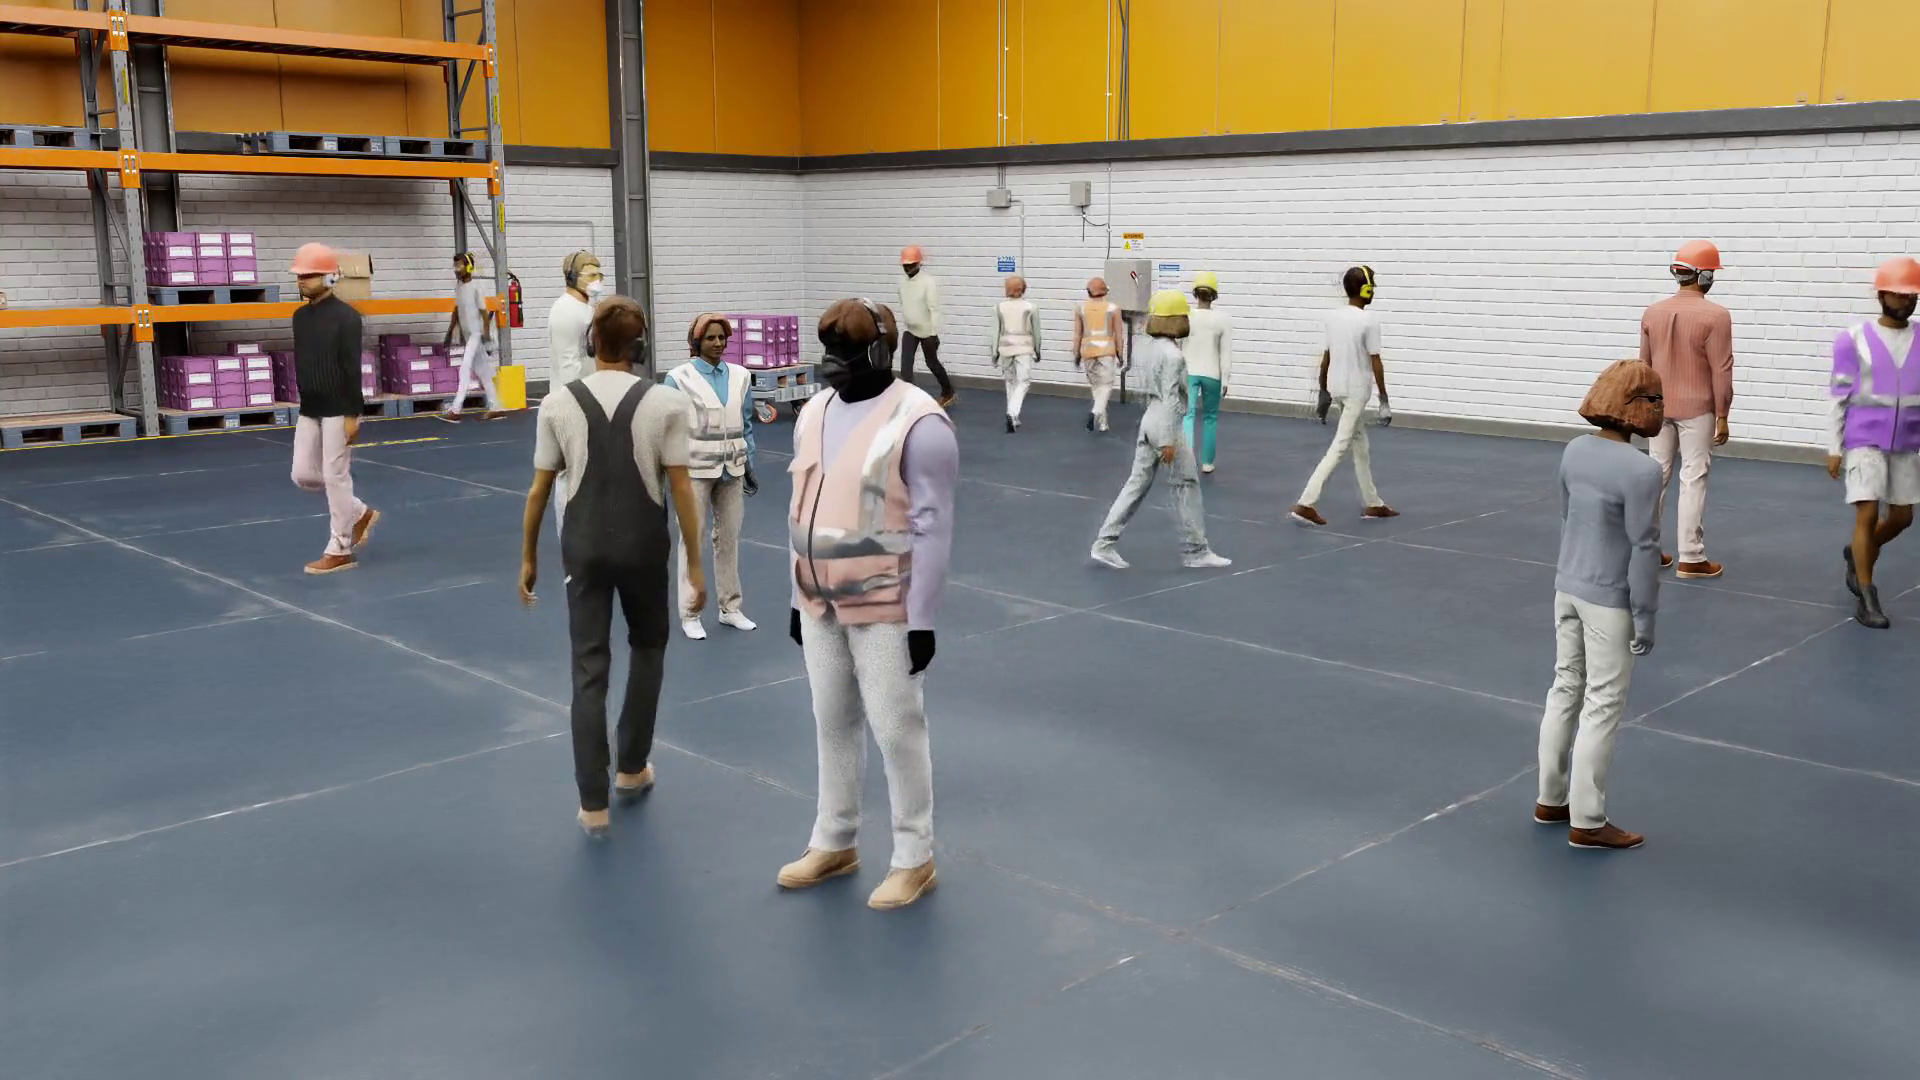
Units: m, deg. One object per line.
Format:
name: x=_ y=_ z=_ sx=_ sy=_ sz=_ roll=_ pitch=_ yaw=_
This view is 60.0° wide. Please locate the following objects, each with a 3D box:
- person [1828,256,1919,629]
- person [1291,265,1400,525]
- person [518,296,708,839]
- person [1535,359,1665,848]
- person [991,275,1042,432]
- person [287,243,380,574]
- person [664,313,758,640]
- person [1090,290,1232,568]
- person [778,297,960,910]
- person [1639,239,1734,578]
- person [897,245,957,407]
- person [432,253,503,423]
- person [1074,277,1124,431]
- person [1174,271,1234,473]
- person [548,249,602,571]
person: x=4.864 y=-0.534 z=8.797 sx=0.560 sy=1.917 sz=0.783 roll=1 pitch=10 yaw=7
person: x=2.739 y=-1.006 z=11.664 sx=0.999 sy=1.831 sz=0.531 roll=-5 pitch=12 yaw=-25
person: x=-1.200 y=0.072 z=5.771 sx=0.666 sy=1.805 sz=0.737 roll=-1 pitch=10 yaw=-4
person: x=2.141 y=0.211 z=5.533 sx=0.279 sy=1.624 sz=0.494 roll=-3 pitch=11 yaw=-14
person: x=0.568 y=-1.938 z=17.267 sx=0.508 sy=1.609 sz=0.725 roll=4 pitch=11 yaw=21
person: x=-3.774 y=-0.795 z=10.048 sx=0.618 sy=1.978 sz=0.531 roll=6 pitch=12 yaw=31
person: x=-1.258 y=-0.327 z=8.421 sx=0.522 sy=1.640 sz=0.306 roll=-9 pitch=14 yaw=-41
person: x=1.206 y=-0.659 z=10.061 sx=0.876 sy=1.701 sz=0.497 roll=-3 pitch=11 yaw=-15
person: x=-0.301 y=0.191 z=5.051 sx=0.628 sy=1.843 sz=0.429 roll=9 pitch=14 yaw=41
person: x=4.307 y=-0.773 z=9.884 sx=0.375 sy=1.995 sz=0.611 roll=-6 pitch=12 yaw=-30
person: x=-0.388 y=-2.429 z=19.165 sx=0.623 sy=1.926 sz=1.036 roll=7 pitch=13 yaw=35
person: x=-5.386 y=-2.175 z=18.008 sx=0.941 sy=1.826 sz=0.541 roll=-9 pitch=14 yaw=-39
person: x=1.396 y=-1.878 z=16.985 sx=0.545 sy=1.608 sz=0.670 roll=5 pitch=11 yaw=23
person: x=2.004 y=-1.373 z=13.874 sx=0.523 sy=1.731 sz=0.848 roll=2 pitch=11 yaw=8
person: x=-2.301 y=-0.780 z=10.080 sx=0.362 sy=1.936 sz=0.631 roll=0 pitch=10 yaw=-3
